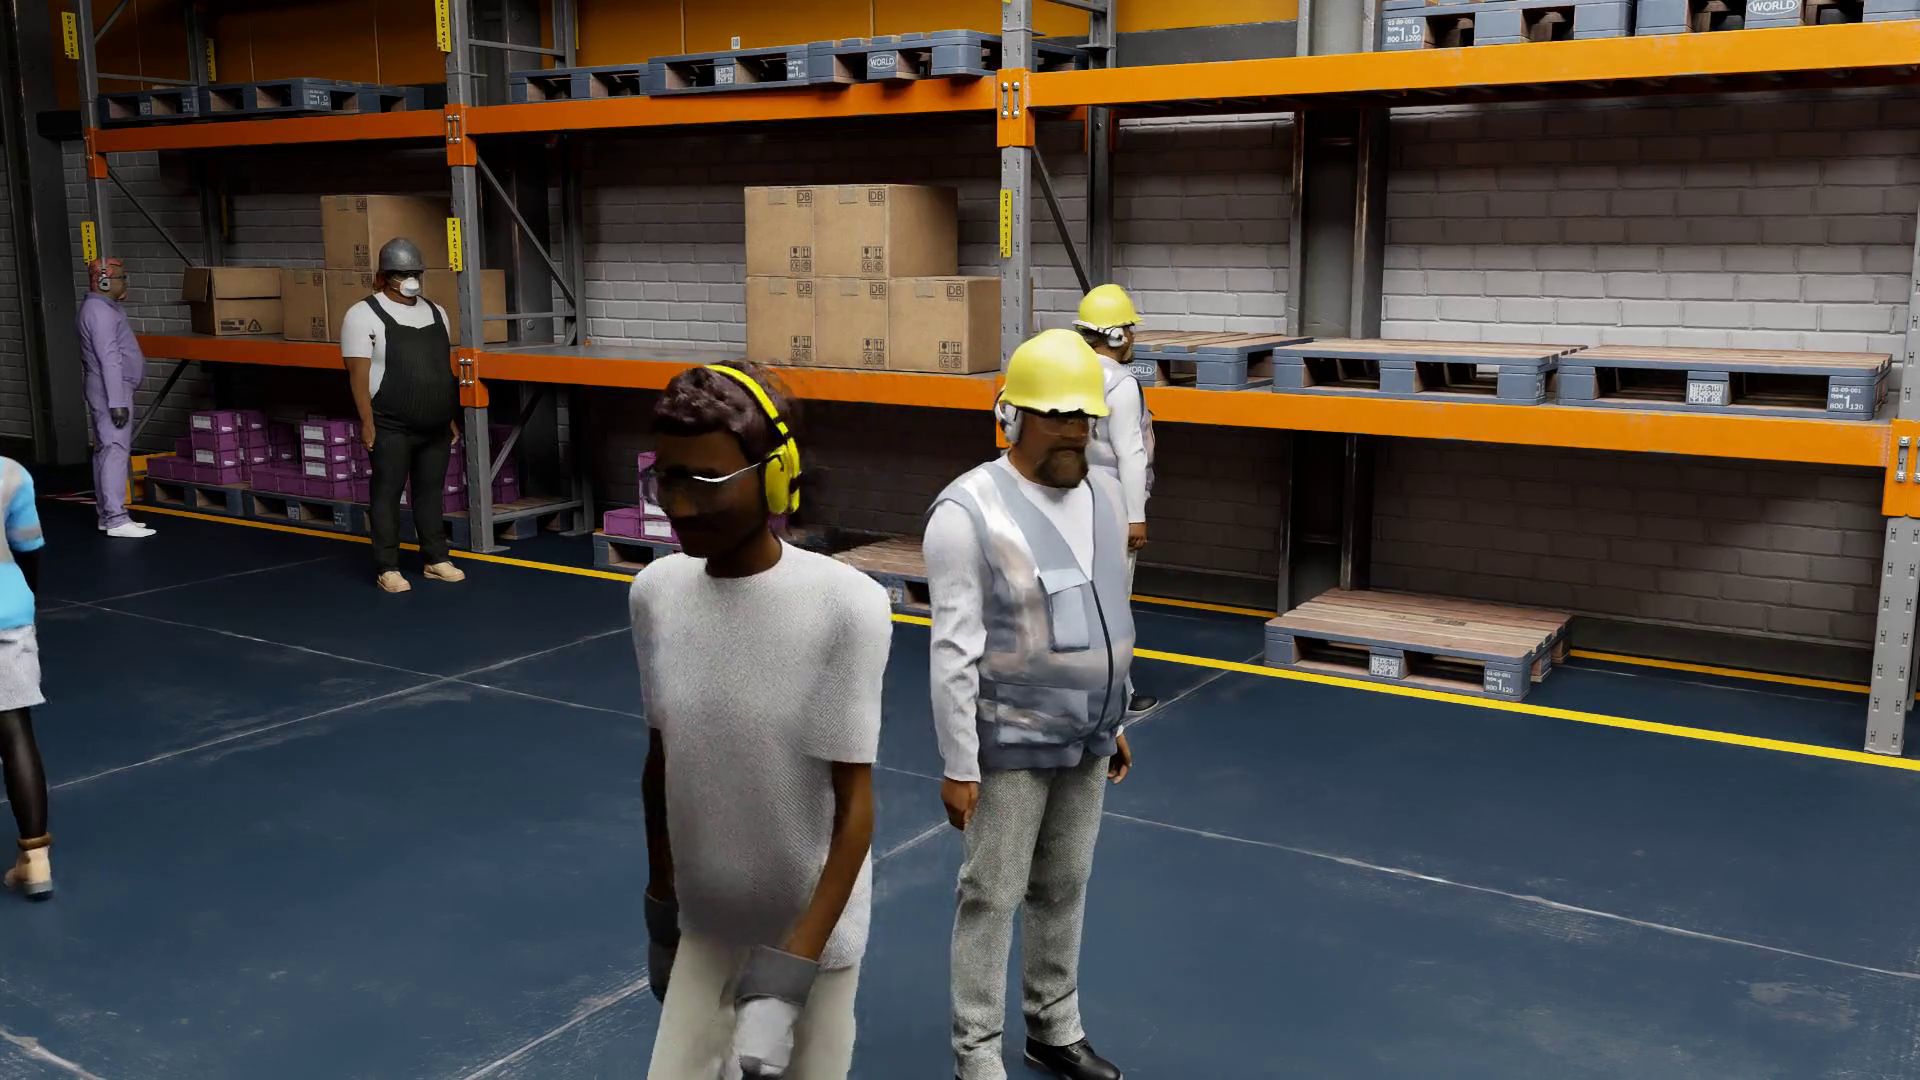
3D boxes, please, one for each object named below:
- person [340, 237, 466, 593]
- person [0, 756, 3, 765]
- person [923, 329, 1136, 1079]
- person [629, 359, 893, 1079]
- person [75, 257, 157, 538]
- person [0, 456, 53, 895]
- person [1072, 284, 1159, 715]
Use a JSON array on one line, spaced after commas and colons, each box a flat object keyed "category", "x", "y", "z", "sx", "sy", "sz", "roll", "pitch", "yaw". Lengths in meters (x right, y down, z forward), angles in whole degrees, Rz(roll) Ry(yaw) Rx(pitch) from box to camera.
[{"category": "person", "x": -3.181, "y": -0.731, "z": 9.678, "sx": 0.538, "sy": 2.000, "sz": 0.684, "roll": 7, "pitch": 13, "yaw": 35}, {"category": "person", "x": -3.793, "y": 0.047, "z": 6.140, "sx": 0.331, "sy": 1.768, "sz": 0.530, "roll": -2, "pitch": 11, "yaw": -13}, {"category": "person", "x": 0.188, "y": 0.436, "z": 3.797, "sx": 0.600, "sy": 1.827, "sz": 0.404, "roll": -10, "pitch": 14, "yaw": -44}, {"category": "person", "x": -0.367, "y": 0.659, "z": 2.523, "sx": 0.506, "sy": 1.846, "sz": 0.565, "roll": 5, "pitch": 11, "yaw": 25}, {"category": "person", "x": -5.776, "y": -0.969, "z": 11.386, "sx": 0.400, "sy": 1.903, "sz": 0.644, "roll": -7, "pitch": 12, "yaw": -33}, {"category": "person", "x": -3.126, "y": 0.269, "z": 5.219, "sx": 0.888, "sy": 1.638, "sz": 0.540, "roll": 9, "pitch": 14, "yaw": 42}, {"category": "person", "x": 0.629, "y": -0.168, "z": 7.128, "sx": 0.403, "sy": 1.837, "sz": 0.590, "roll": -5, "pitch": 12, "yaw": -27}]
